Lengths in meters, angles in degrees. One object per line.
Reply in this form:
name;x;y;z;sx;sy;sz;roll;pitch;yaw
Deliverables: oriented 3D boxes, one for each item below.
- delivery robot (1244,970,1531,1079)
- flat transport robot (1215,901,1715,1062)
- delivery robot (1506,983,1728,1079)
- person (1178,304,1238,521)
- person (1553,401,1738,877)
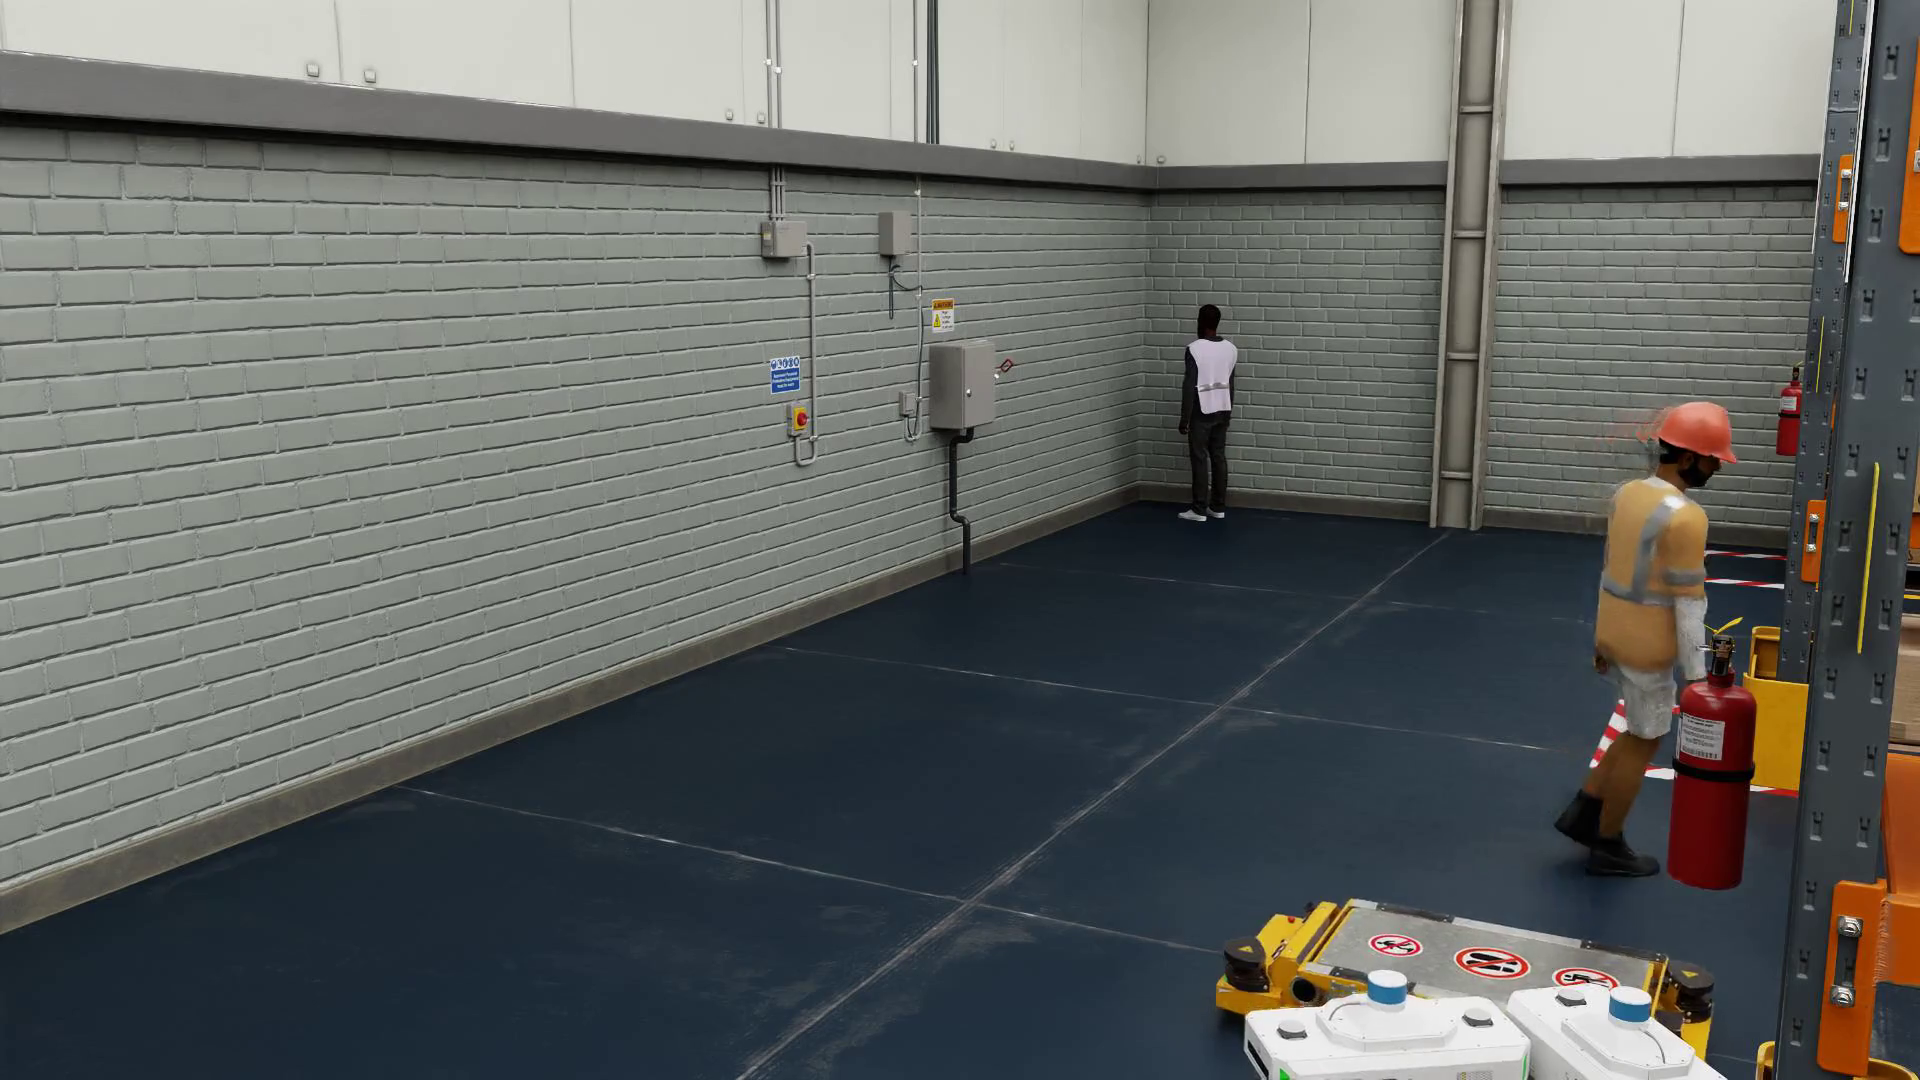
delivery robot;1.130;1.394;4.443;0.707;0.478;0.477;-1;10;-7
flat transport robot;1.605;1.425;5.305;1.431;0.197;0.652;5;12;27
delivery robot;1.735;1.412;4.343;0.477;0.478;0.707;-2;11;-12
person;2.207;-1.123;14.738;0.592;1.912;0.387;-8;13;-36
person;2.678;0.412;6.407;0.471;1.903;0.548;0;10;-2
